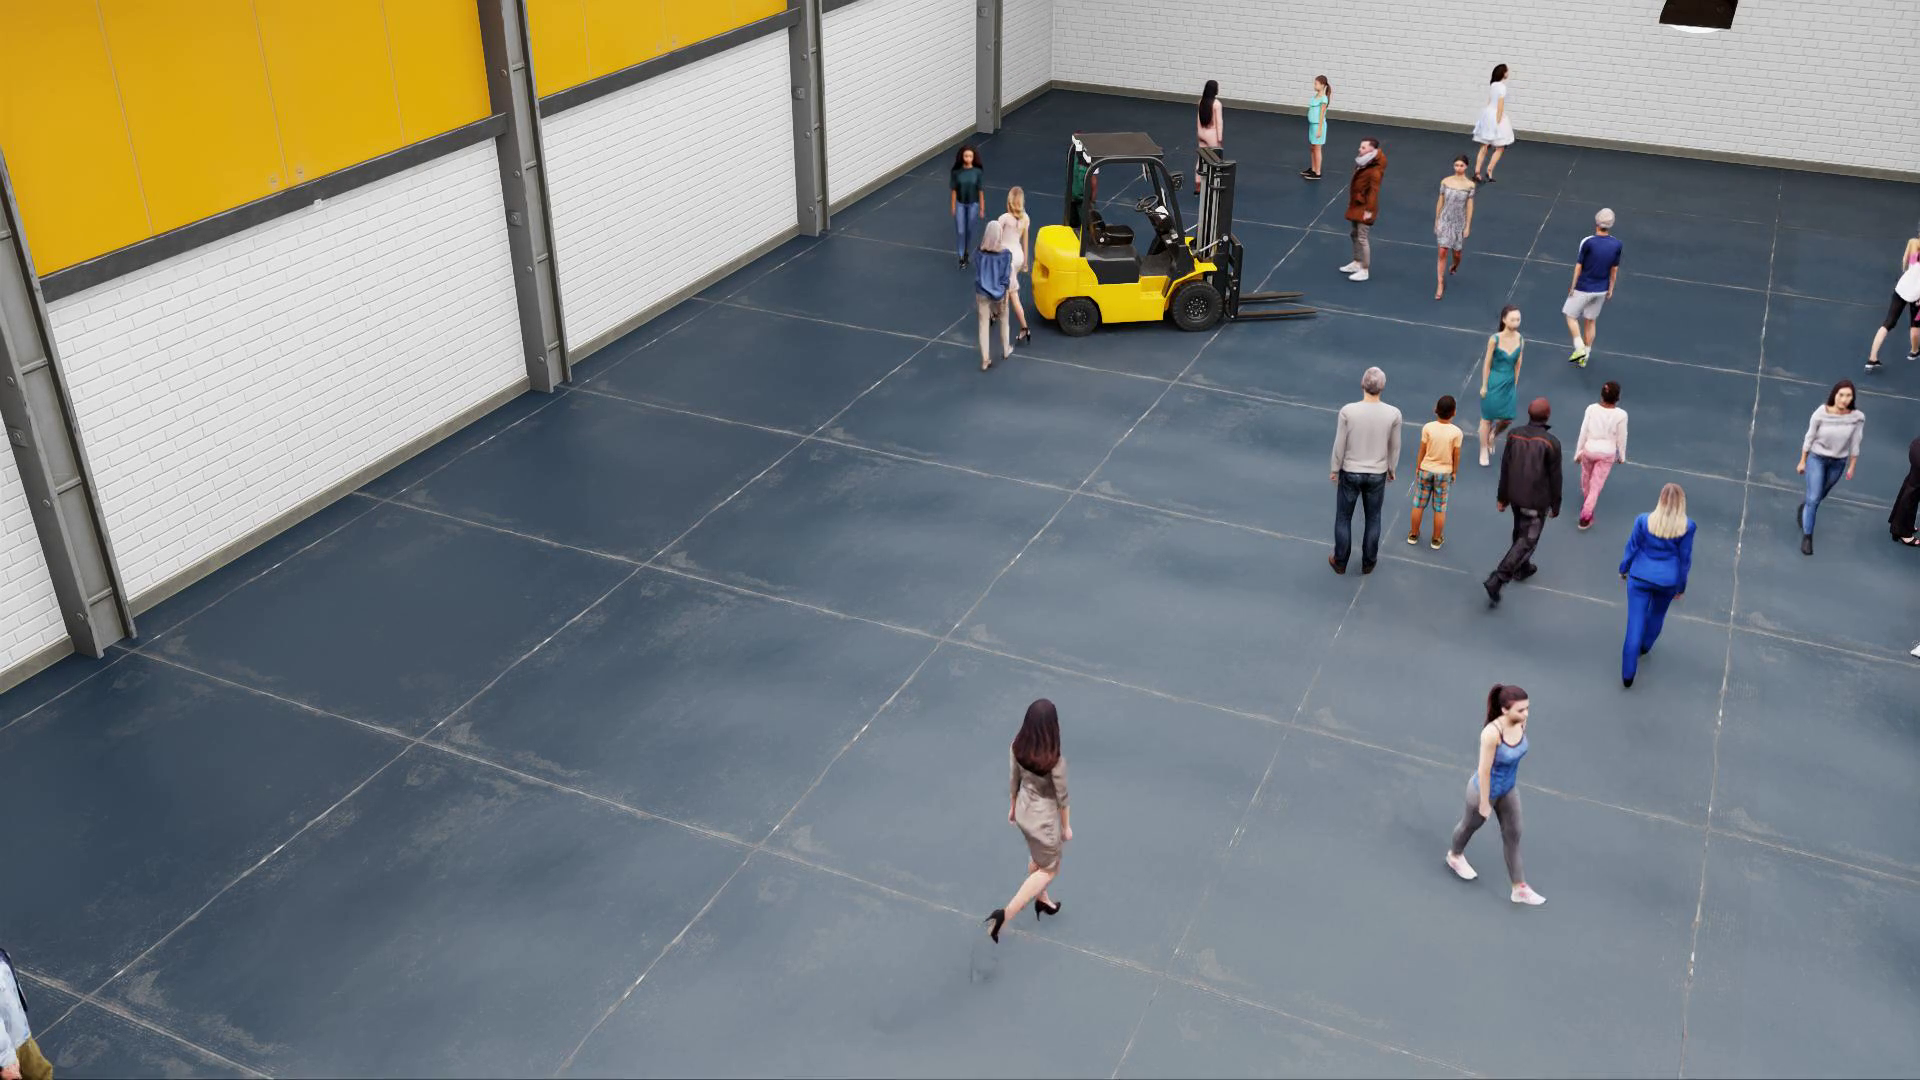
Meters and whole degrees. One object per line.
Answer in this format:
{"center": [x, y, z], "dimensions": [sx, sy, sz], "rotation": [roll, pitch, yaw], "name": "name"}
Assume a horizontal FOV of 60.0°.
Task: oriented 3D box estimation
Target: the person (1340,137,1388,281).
{"center": [5.191, -4.261, 21.326], "dimensions": [0.896, 1.833, 0.810], "rotation": [-3, 29, -5], "name": "person"}

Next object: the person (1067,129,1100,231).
{"center": [1.585, -4.459, 21.691], "dimensions": [0.750, 1.831, 0.760], "rotation": [-24, 37, -37], "name": "person"}

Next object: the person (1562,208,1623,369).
{"center": [7.093, -2.780, 18.622], "dimensions": [0.807, 1.823, 0.863], "rotation": [-2, 29, -3], "name": "person"}

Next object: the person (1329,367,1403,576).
{"center": [3.518, -0.590, 14.518], "dimensions": [0.821, 1.908, 0.768], "rotation": [2, 29, 4], "name": "person"}

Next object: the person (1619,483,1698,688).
{"center": [5.405, 0.390, 12.974], "dimensions": [0.708, 1.666, 1.030], "rotation": [10, 30, 17], "name": "person"}

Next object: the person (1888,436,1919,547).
{"center": [8.782, -0.774, 15.109], "dimensions": [0.647, 1.666, 0.464], "rotation": [15, 32, 25], "name": "person"}

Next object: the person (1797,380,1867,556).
{"center": [7.826, -0.709, 15.064], "dimensions": [0.744, 1.595, 1.082], "rotation": [6, 29, 12], "name": "person"}

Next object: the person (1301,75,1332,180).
{"center": [5.449, -6.297, 25.346], "dimensions": [0.694, 1.558, 0.613], "rotation": [-4, 29, -8], "name": "person"}

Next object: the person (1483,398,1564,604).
{"center": [4.793, -0.329, 14.152], "dimensions": [1.287, 1.799, 1.058], "rotation": [-19, 34, -31], "name": "person"}

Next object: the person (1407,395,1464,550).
{"center": [4.300, -0.619, 15.040], "dimensions": [0.536, 1.459, 0.516], "rotation": [9, 30, 16], "name": "person"}

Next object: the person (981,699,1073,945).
{"center": [0.443, 1.796, 10.335], "dimensions": [1.069, 1.724, 0.851], "rotation": [-23, 36, -36], "name": "person"}

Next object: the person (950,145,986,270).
{"center": [0.090, -4.404, 21.839], "dimensions": [0.841, 1.592, 1.005], "rotation": [-1, 29, -1], "name": "person"}

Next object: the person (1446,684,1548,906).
{"center": [3.423, 1.598, 10.849], "dimensions": [1.009, 1.581, 0.978], "rotation": [-16, 33, -27], "name": "person"}

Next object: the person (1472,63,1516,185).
{"center": [7.920, -6.218, 24.946], "dimensions": [0.935, 1.802, 0.899], "rotation": [-4, 29, -8], "name": "person"}

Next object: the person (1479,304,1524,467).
{"center": [5.310, -1.548, 16.514], "dimensions": [0.696, 1.679, 0.754], "rotation": [-2, 29, -4], "name": "person"}

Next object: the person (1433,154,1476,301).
{"center": [6.149, -3.915, 20.721], "dimensions": [0.602, 1.805, 0.859], "rotation": [14, 32, 24], "name": "person"}

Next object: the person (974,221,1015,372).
{"center": [0.334, -2.709, 18.645], "dimensions": [0.725, 1.676, 0.926], "rotation": [6, 29, 11], "name": "person"}

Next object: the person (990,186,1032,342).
{"center": [0.638, -3.153, 19.372], "dimensions": [1.157, 1.760, 1.040], "rotation": [-19, 34, -31], "name": "person"}

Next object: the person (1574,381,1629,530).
{"center": [5.893, -0.779, 15.378], "dimensions": [0.691, 1.415, 1.006], "rotation": [19, 34, 31], "name": "person"}

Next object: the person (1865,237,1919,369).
{"center": [10.547, -2.716, 18.602], "dimensions": [1.239, 1.730, 1.085], "rotation": [-14, 32, -24], "name": "person"}

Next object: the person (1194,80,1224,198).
{"center": [3.649, -5.890, 24.430], "dimensions": [0.702, 1.720, 0.698], "rotation": [-18, 33, -30], "name": "person"}
